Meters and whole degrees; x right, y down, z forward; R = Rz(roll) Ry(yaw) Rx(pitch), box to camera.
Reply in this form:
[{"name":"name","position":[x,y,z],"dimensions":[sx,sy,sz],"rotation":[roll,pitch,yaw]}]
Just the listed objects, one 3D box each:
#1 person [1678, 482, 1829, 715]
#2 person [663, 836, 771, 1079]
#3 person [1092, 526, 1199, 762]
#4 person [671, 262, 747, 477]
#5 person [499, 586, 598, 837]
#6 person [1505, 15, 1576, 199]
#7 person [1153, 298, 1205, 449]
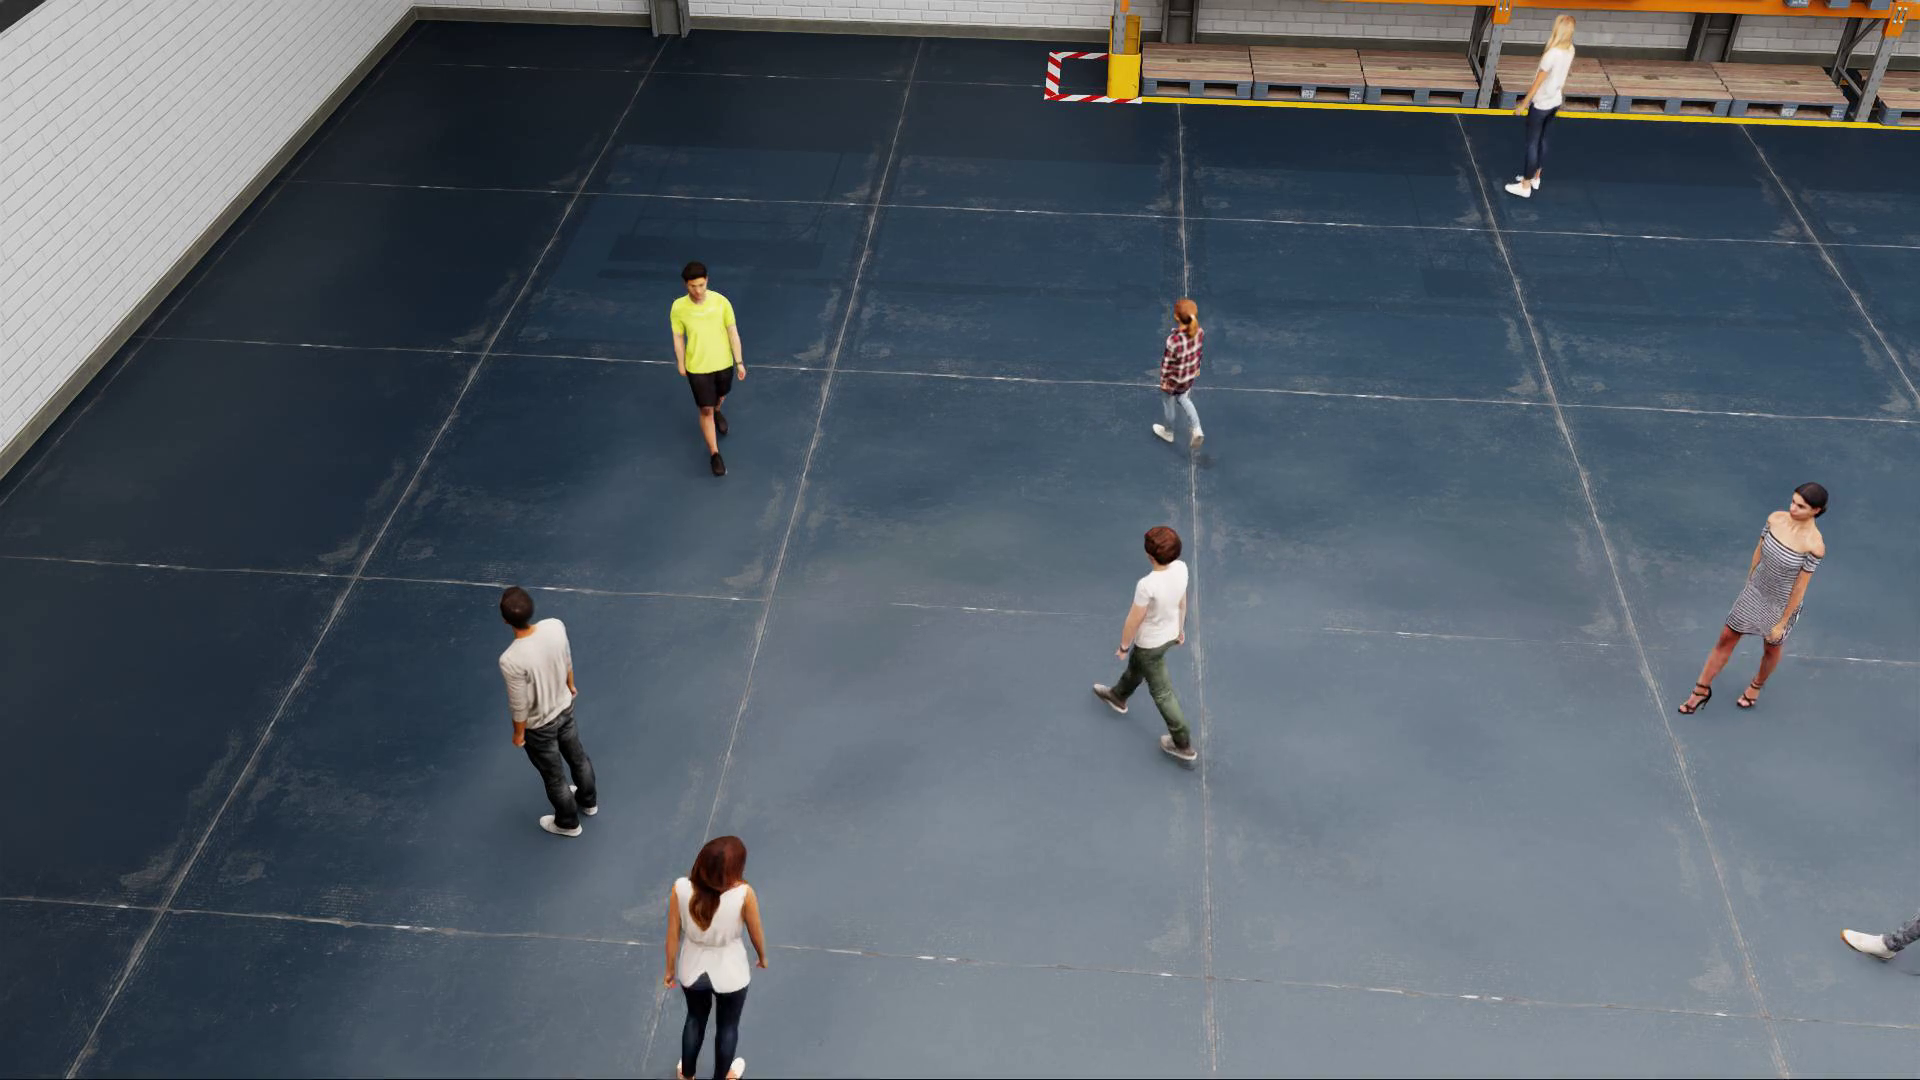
[{"name":"person","position":[5.115,0.372,10.340],"dimensions":[0.988,1.802,0.875],"rotation":[-19,42,-22]},{"name":"person","position":[-1.241,2.159,8.147],"dimensions":[0.575,1.747,0.745],"rotation":[-2,39,-3]},{"name":"person","position":[1.242,0.662,10.130],"dimensions":[1.057,1.612,1.164],"rotation":[-30,48,-32]},{"name":"person","position":[-1.926,-1.405,12.675],"dimensions":[1.139,1.666,1.031],"rotation":[-14,41,-17]},{"name":"person","position":[-2.369,0.989,9.561],"dimensions":[0.703,1.810,0.728],"rotation":[20,43,23]},{"name":"person","position":[5.658,-4.154,16.005],"dimensions":[0.703,1.805,0.755],"rotation":[-30,47,-32]},{"name":"person","position":[1.730,-1.254,12.781],"dimensions":[0.784,1.297,0.824],"rotation":[-23,44,-26]}]
